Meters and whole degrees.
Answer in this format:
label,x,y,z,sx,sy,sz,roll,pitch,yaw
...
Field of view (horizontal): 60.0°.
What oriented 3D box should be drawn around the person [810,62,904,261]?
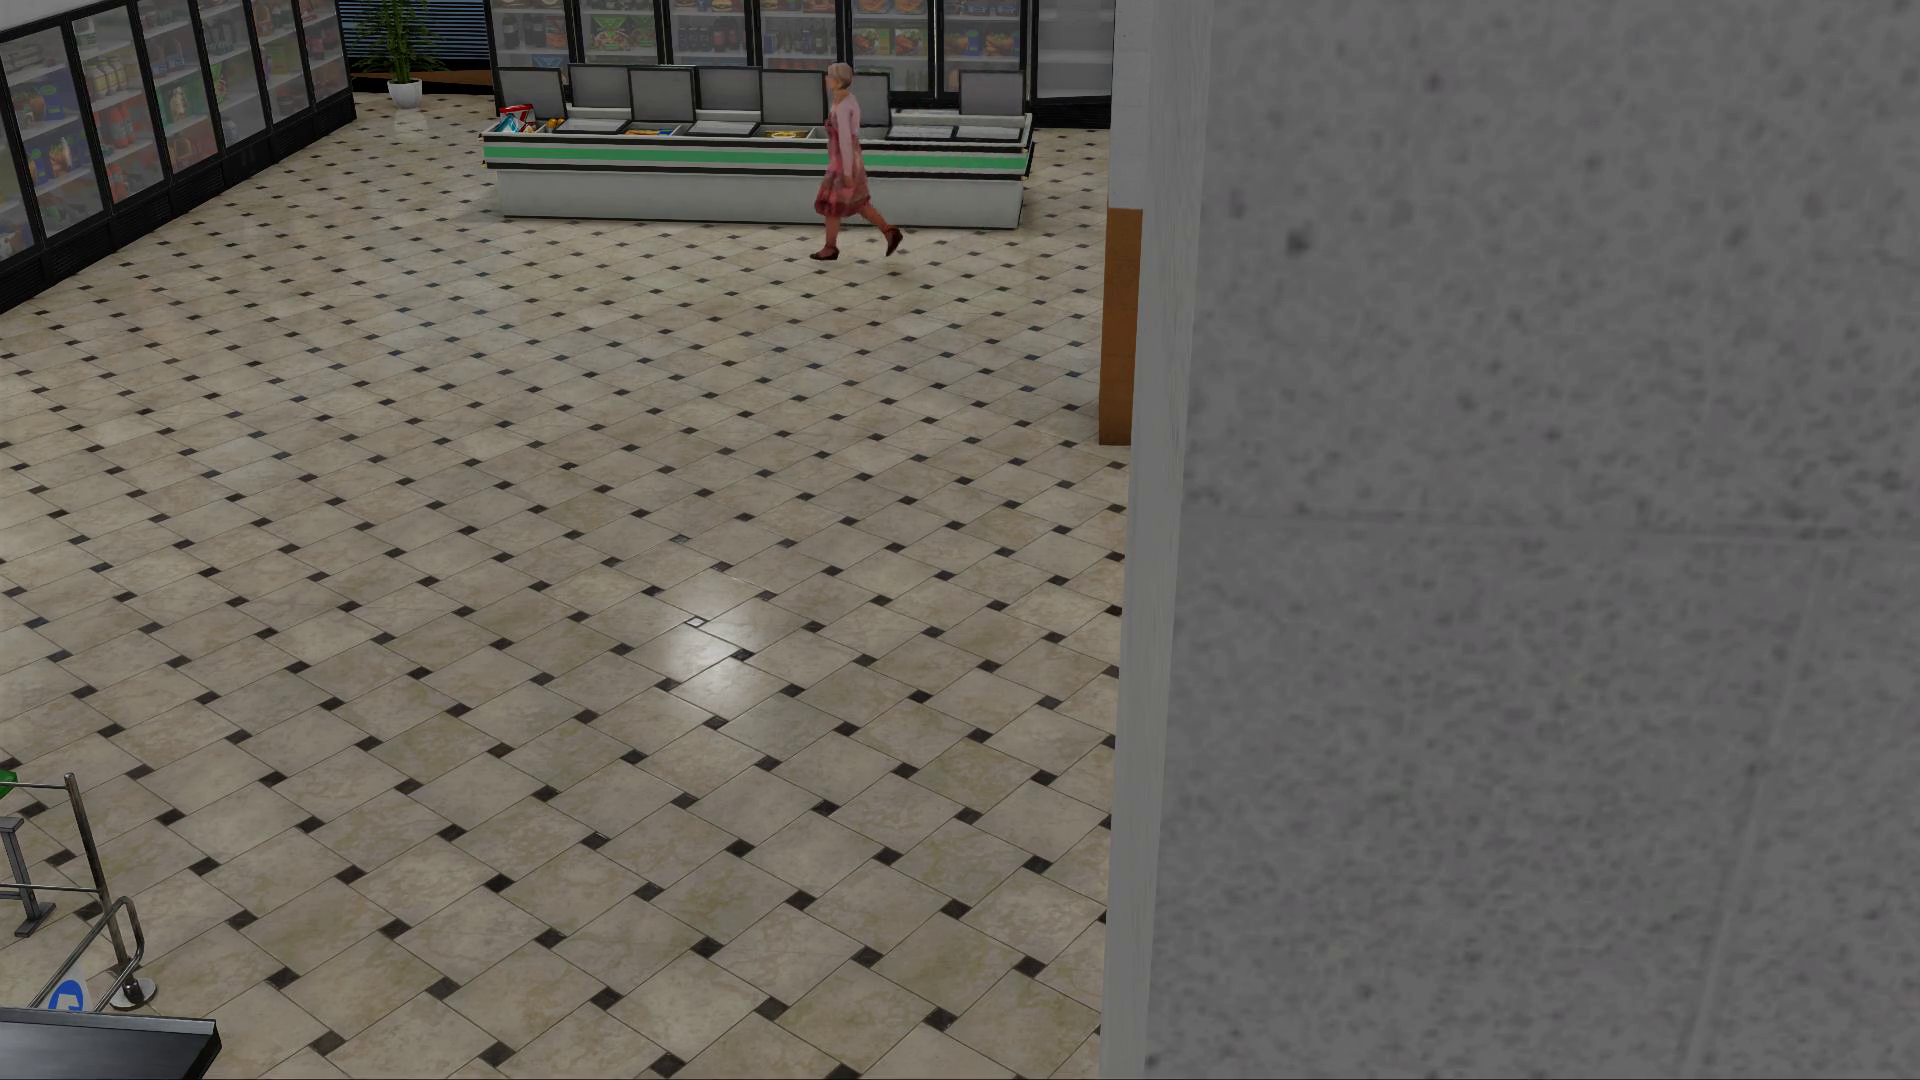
label,x,y,z,sx,sy,sz,roll,pitch,yaw
person,-0.871,-3.116,13.864,1.027,1.665,0.598,4,27,7
